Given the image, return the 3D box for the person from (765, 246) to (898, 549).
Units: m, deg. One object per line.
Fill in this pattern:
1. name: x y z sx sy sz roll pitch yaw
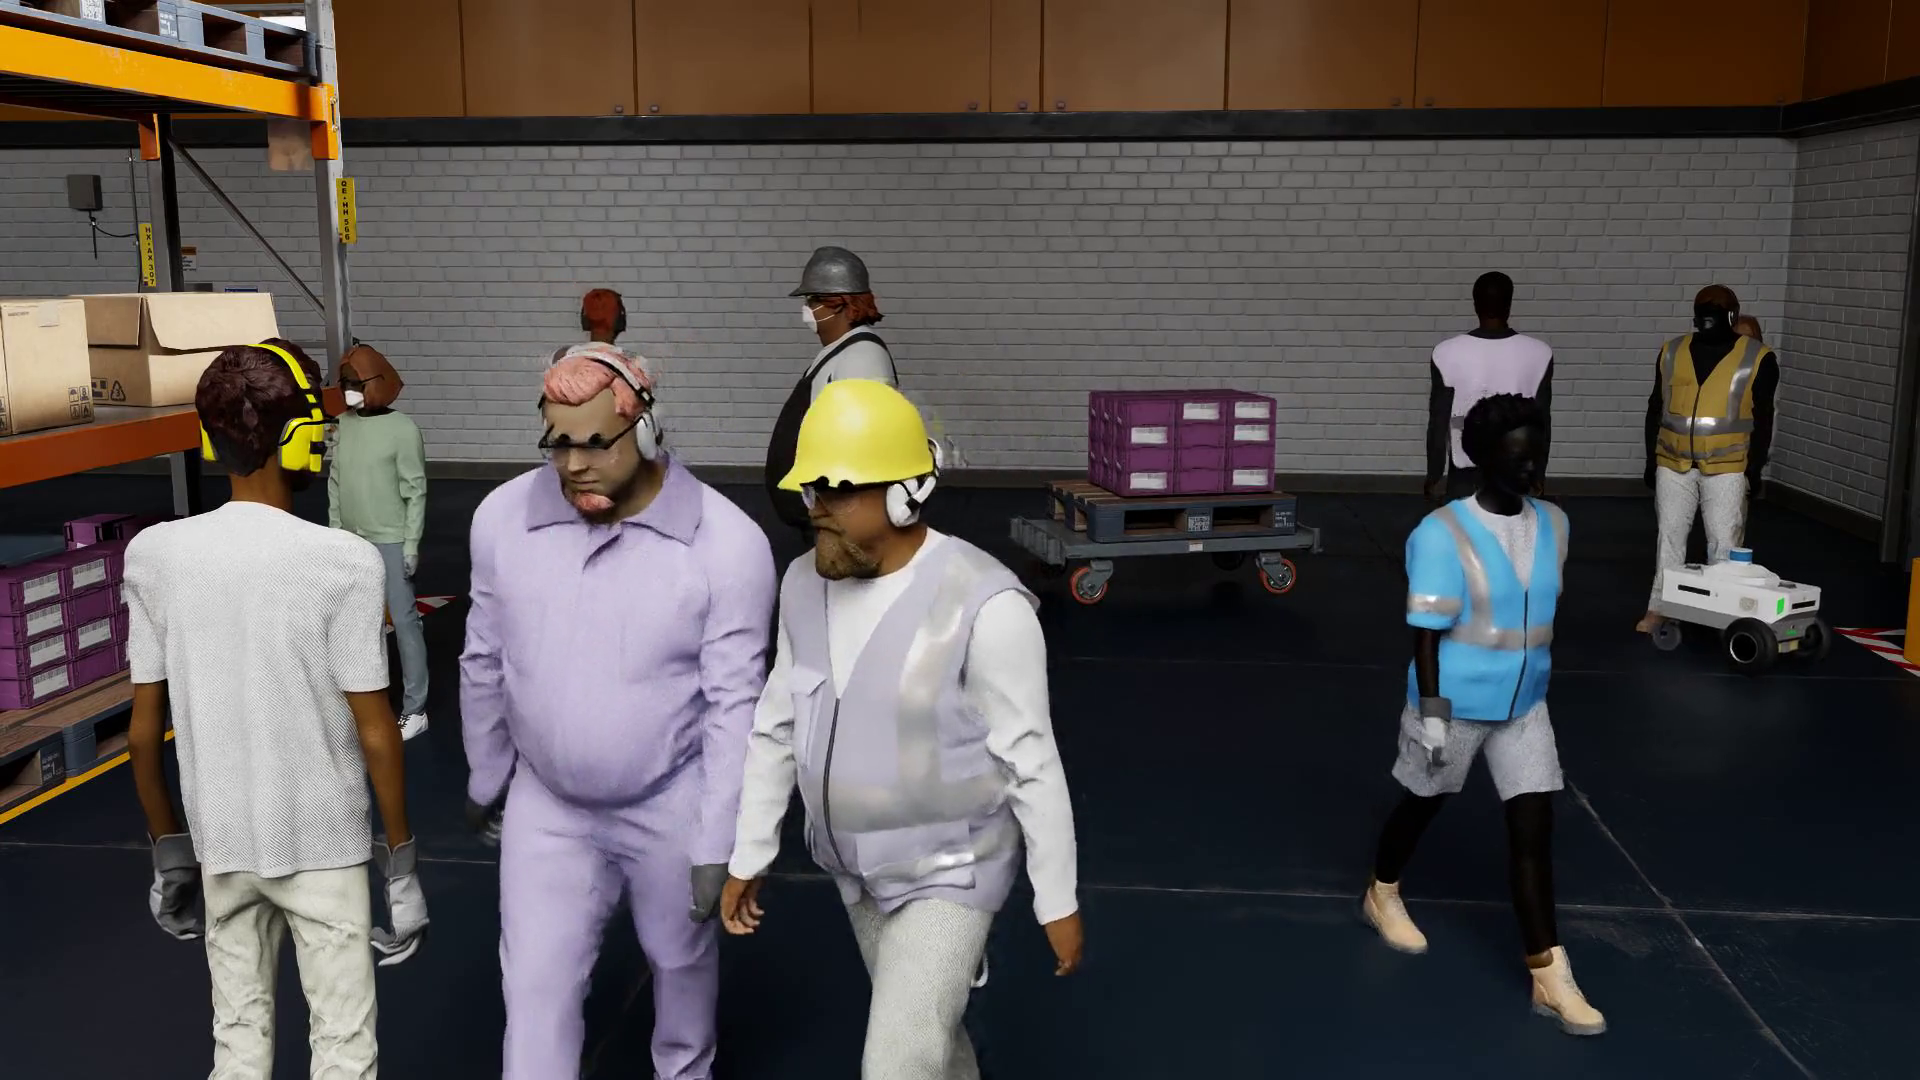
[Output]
1. person: -0.502 -0.140 6.612 0.537 2.000 0.688 -1 10 -7

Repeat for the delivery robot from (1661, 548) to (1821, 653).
1. delivery robot: 3.821 0.281 8.176 0.477 0.478 0.707 -6 12 -29

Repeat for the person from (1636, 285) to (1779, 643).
1. person: 3.856 -0.394 8.637 0.619 1.845 0.430 8 13 40

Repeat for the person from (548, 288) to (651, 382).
1. person: -1.842 -0.373 8.579 0.579 1.834 1.022 2 10 9

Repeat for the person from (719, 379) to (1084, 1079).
1. person: -0.169 0.609 3.034 0.863 1.789 0.637 -10 14 -44

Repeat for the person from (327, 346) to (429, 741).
1. person: -2.413 0.017 6.881 0.497 1.632 0.289 5 11 26

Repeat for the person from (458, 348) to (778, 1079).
1. person: -0.720 0.541 3.312 0.714 1.828 1.014 1 10 6

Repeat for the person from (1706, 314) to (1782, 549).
1. person: 4.949 -0.632 10.630 0.515 1.616 0.467 7 12 33

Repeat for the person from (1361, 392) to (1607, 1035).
1. person: 1.405 0.420 4.517 0.541 1.651 0.869 -4 11 -21

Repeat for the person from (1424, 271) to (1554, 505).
1. person: 2.584 -0.348 8.158 0.591 1.916 0.379 1 10 6

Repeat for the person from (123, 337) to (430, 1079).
1. person: -1.217 0.577 3.001 0.533 1.868 0.310 2 10 9
